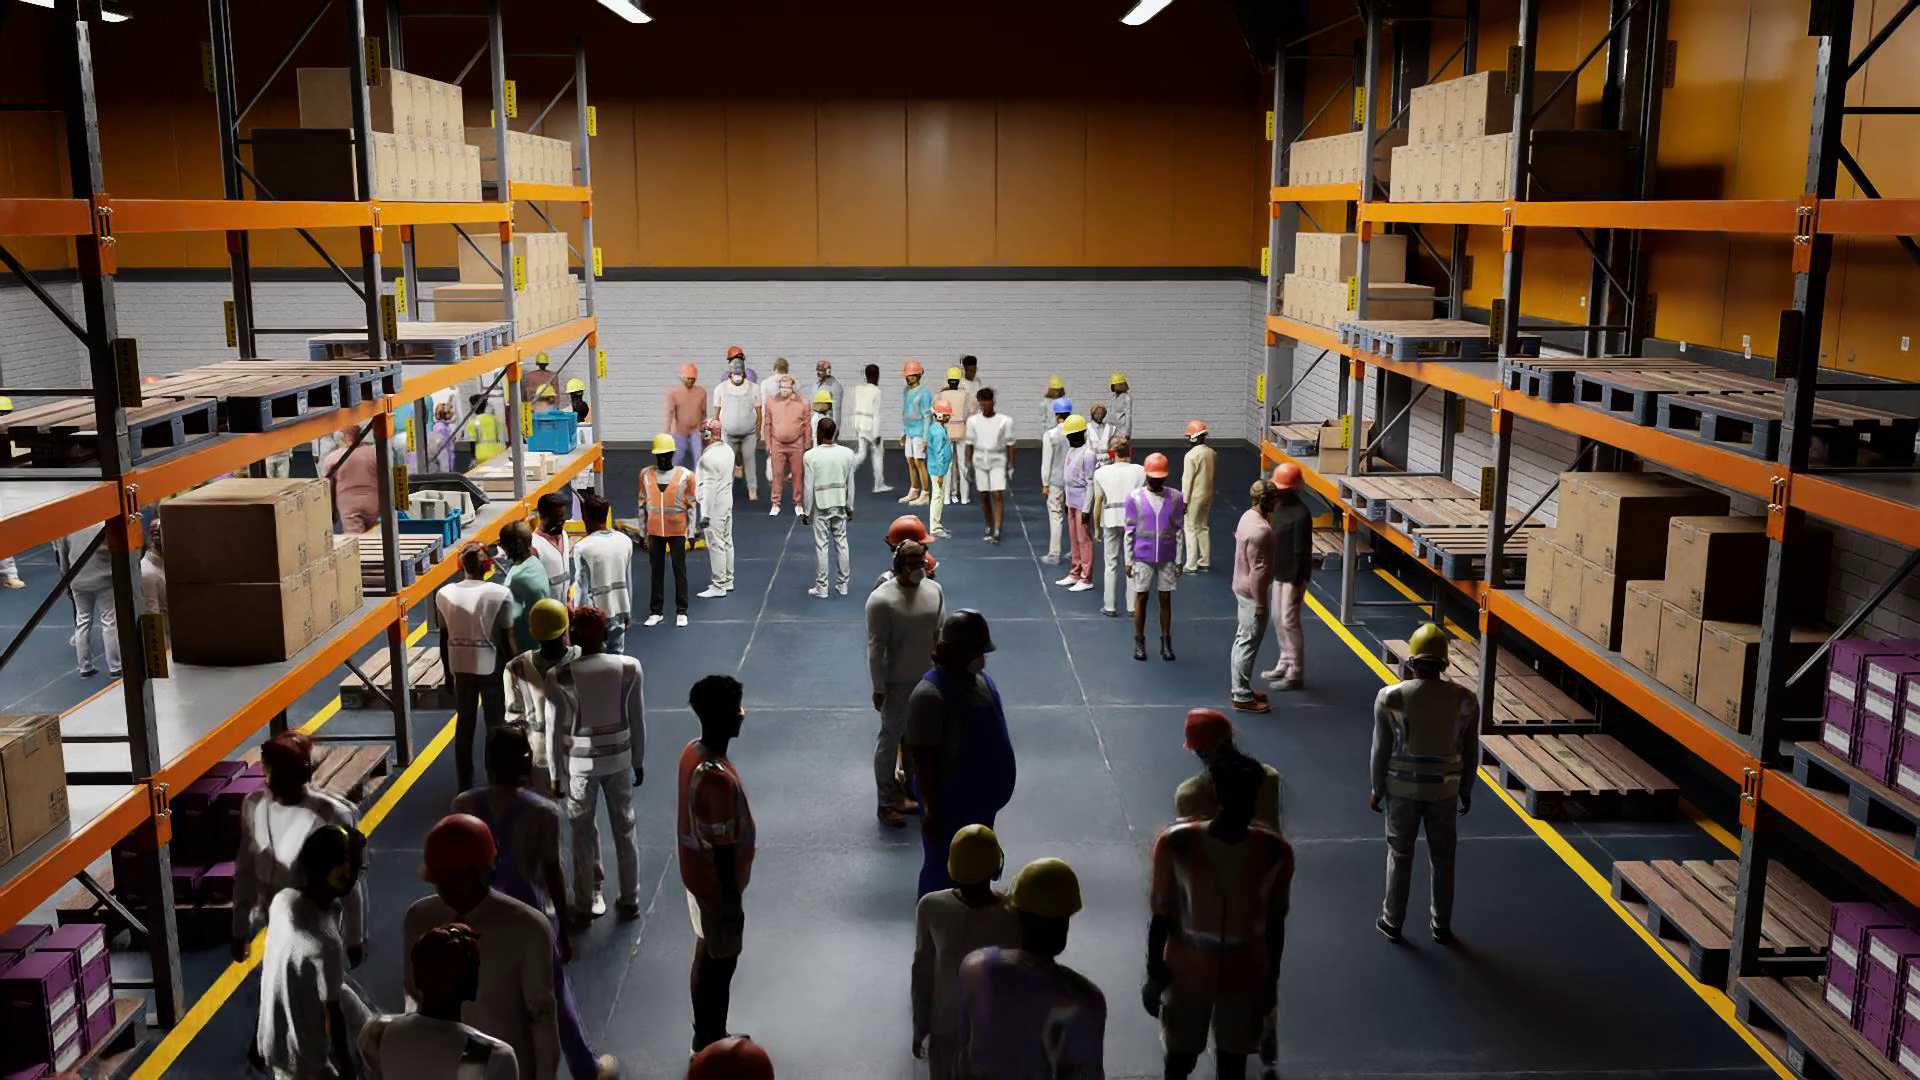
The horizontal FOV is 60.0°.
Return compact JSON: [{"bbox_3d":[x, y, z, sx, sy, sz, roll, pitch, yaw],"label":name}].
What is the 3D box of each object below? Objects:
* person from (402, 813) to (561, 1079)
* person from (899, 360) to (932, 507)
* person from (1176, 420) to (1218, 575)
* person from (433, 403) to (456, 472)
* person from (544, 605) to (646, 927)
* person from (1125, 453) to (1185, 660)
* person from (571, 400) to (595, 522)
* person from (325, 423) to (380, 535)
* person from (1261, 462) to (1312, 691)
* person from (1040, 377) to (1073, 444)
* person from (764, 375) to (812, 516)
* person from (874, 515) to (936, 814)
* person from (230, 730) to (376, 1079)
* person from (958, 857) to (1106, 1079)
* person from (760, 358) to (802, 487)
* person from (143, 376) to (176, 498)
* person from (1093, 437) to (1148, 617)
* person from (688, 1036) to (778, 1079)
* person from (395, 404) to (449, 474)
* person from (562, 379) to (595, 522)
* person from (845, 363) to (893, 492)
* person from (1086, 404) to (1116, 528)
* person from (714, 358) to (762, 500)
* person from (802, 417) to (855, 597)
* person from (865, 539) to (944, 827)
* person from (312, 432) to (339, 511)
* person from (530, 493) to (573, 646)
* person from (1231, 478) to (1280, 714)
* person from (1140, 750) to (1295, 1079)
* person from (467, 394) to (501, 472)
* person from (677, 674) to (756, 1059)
[{"bbox_3d":[-1.757,1.935,6.075,0.618,1.986,0.408,3,12,14],"label":"person"},{"bbox_3d":[-0.636,-1.478,23.077,0.404,2.034,0.613,-7,13,-30],"label":"person"},{"bbox_3d":[2.673,-0.486,18.831,0.351,1.738,0.574,9,15,39],"label":"person"},{"bbox_3d":[-6.665,-0.966,21.519,0.318,1.623,0.530,-3,12,-17],"label":"person"},{"bbox_3d":[-2.085,1.294,9.562,0.573,1.878,0.345,-5,13,-26],"label":"person"},{"bbox_3d":[1.774,0.153,15.161,0.549,1.927,0.393,-1,11,-4],"label":"person"},{"bbox_3d":[-4.805,-0.933,21.179,0.316,1.696,0.540,3,12,15],"label":"person"},{"bbox_3d":[-6.474,-0.352,17.913,0.649,1.852,1.033,-6,13,-27],"label":"person"},{"bbox_3d":[2.800,0.302,14.277,0.417,1.975,0.646,-2,11,-8],"label":"person"},{"bbox_3d":[1.376,-1.545,24.220,0.484,1.707,0.823,-4,12,-19],"label":"person"},{"bbox_3d":[-2.312,-1.264,22.328,0.641,1.901,0.401,-1,11,-3],"label":"person"},{"bbox_3d":[-0.348,0.840,11.406,0.371,2.044,0.615,5,12,22],"label":"person"},{"bbox_3d":[-2.947,1.720,7.533,0.589,1.839,0.987,5,12,24],"label":"person"},{"bbox_3d":[0.211,2.044,5.736,0.597,1.905,0.616,8,14,33],"label":"person"},{"bbox_3d":[-2.669,-1.757,24.830,0.641,1.900,0.527,-4,12,-17],"label":"person"},{"bbox_3d":[-10.558,-1.199,21.935,0.543,1.929,0.386,5,12,22],"label":"person"},{"bbox_3d":[1.620,-0.124,16.806,0.561,1.827,0.424,-1,11,-3],"label":"person"},{"bbox_3d":[-0.595,2.258,4.568,0.551,1.934,0.373,2,11,10],"label":"person"},{"bbox_3d":[-6.234,-0.651,19.311,0.603,1.887,1.020,-3,12,-14],"label":"person"},{"bbox_3d":[-4.952,-1.143,21.689,0.400,1.915,0.588,10,15,40],"label":"person"},{"bbox_3d":[-1.363,-1.608,24.072,0.793,1.896,0.601,-10,15,-40],"label":"person"},{"bbox_3d":[1.752,-0.935,21.321,0.514,1.644,0.307,-2,12,-12],"label":"person"},{"bbox_3d":[-3.126,-1.563,23.471,0.681,2.000,0.535,-1,11,-7],"label":"person"},{"bbox_3d":[-1.391,-0.347,17.679,0.597,1.918,0.383,-7,13,-30],"label":"person"},{"bbox_3d":[-0.353,0.938,11.184,0.633,1.938,0.356,-10,15,-41],"label":"person"},{"bbox_3d":[-8.621,-1.209,22.473,0.320,1.737,0.483,2,11,10],"label":"person"},{"bbox_3d":[-3.244,0.564,13.146,0.402,1.909,0.599,2,12,12],"label":"person"},{"bbox_3d":[2.416,0.448,13.658,0.361,1.934,0.630,1,11,4],"label":"person"},{"bbox_3d":[1.065,1.773,6.994,0.631,1.944,0.663,0,11,2],"label":"person"},{"bbox_3d":[-6.367,-1.109,22.133,0.804,1.665,0.539,10,15,40],"label":"person"},{"bbox_3d":[-1.138,1.587,7.858,0.361,1.964,0.614,-4,12,-20],"label":"person"}]
